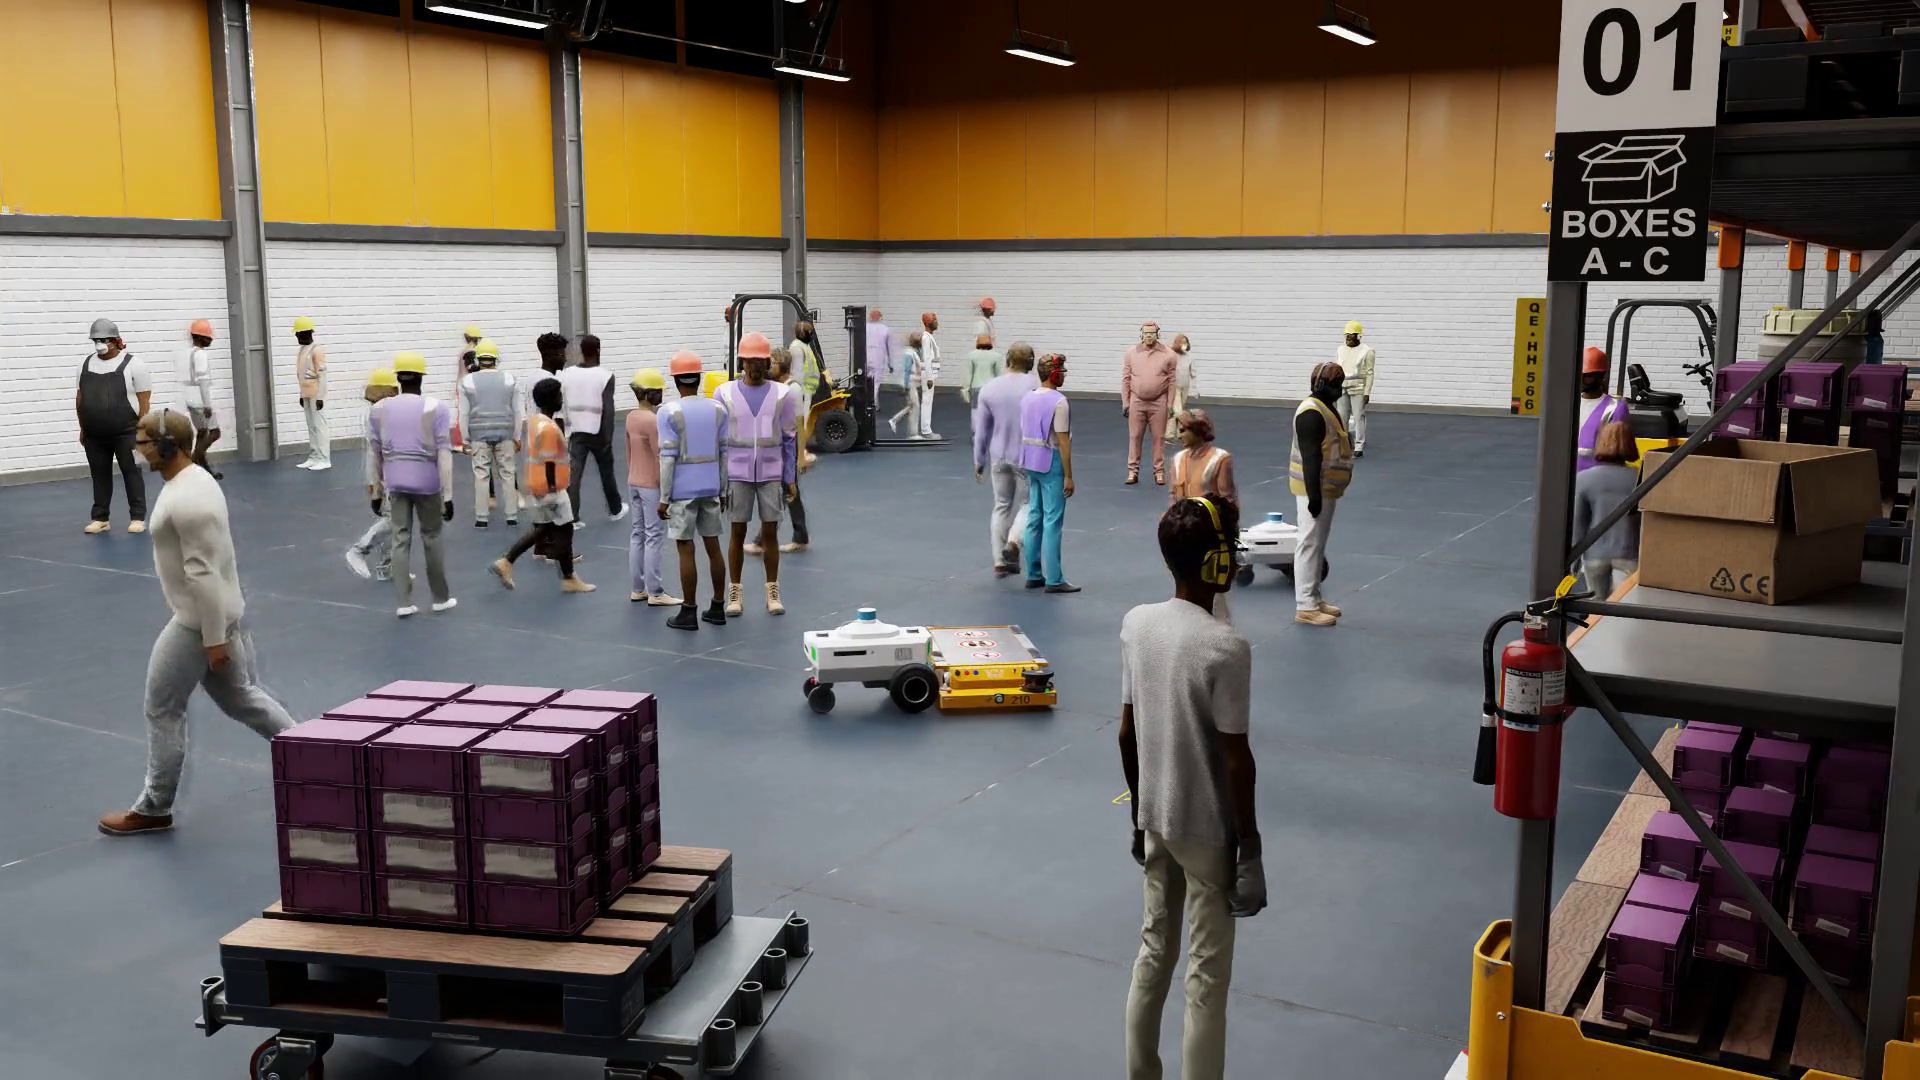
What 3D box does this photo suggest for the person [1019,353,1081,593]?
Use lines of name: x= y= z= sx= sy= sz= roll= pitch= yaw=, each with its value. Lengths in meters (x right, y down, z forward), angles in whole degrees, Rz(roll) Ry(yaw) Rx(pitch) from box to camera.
person: x=0.667 y=-0.514 z=12.832 sx=0.388 sy=1.847 sz=0.564 roll=-6 pitch=11 yaw=-32

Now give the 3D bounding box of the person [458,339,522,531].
person: x=-4.492 y=-1.003 z=15.928 sx=0.586 sy=1.833 sz=0.403 roll=-4 pitch=10 yaw=-22

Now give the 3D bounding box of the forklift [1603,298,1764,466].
forklift: x=7.954 y=-1.589 z=18.462 sx=2.313 sy=2.155 sz=1.214 roll=5 pitch=11 yaw=30

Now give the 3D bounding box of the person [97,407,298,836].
person: x=-3.292 y=0.347 z=7.374 sx=0.973 sy=1.898 sz=0.651 roll=-3 pitch=10 yaw=-18

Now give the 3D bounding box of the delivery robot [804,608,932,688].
delivery robot: x=-0.526 y=0.629 z=9.425 sx=0.707 sy=0.478 sz=0.477 roll=-2 pitch=9 yaw=-12

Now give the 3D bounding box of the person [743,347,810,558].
person: x=-1.642 y=-0.747 z=14.392 sx=0.821 sy=1.815 sz=0.550 roll=-5 pitch=10 yaw=-28

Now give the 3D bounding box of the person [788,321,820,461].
person: x=-2.054 y=-1.958 z=21.866 sx=0.429 sy=1.840 sz=0.632 roll=0 pitch=9 yaw=1

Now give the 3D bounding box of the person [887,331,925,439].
person: x=-0.781 y=-2.271 z=24.500 sx=0.551 sy=1.614 sz=0.543 roll=3 pitch=9 yaw=16

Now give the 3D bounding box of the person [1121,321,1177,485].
person: x=2.194 y=-1.589 z=19.359 sx=0.643 sy=1.909 sz=0.410 roll=1 pitch=9 yaw=9

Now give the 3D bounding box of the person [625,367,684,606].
person: x=-2.290 y=-0.393 z=12.326 sx=0.307 sy=1.770 sz=0.525 roll=-7 pitch=12 yaw=-38

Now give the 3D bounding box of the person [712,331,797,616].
person: x=-1.468 y=-0.469 z=11.933 sx=0.605 sy=2.047 sz=0.374 roll=-2 pitch=9 yaw=-10

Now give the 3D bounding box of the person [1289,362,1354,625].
person: x=2.550 y=-0.334 z=11.744 sx=0.430 sy=1.840 sz=0.623 roll=4 pitch=10 yaw=22

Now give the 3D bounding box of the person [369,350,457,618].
person: x=-3.936 y=-0.405 z=11.967 sx=0.626 sy=1.923 sz=0.483 roll=0 pitch=9 yaw=1

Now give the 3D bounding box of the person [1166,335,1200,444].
person: x=3.153 y=-2.124 z=23.668 sx=0.521 sy=1.584 sz=0.855 roll=-4 pitch=10 yaw=-26

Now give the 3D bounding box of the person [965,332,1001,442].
person: x=0.333 y=-2.181 z=23.980 sx=0.512 sy=1.614 sz=0.360 roll=0 pitch=9 yaw=-1

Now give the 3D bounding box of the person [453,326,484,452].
person: x=-6.686 y=-2.084 z=23.031 sx=0.905 sy=1.723 sz=0.539 roll=-7 pitch=11 yaw=-37

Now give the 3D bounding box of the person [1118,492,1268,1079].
person: x=0.647 y=0.801 z=4.556 sx=0.328 sy=1.872 sz=0.512 roll=-6 pitch=11 yaw=-35

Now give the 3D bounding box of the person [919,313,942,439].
person: x=-0.450 y=-2.412 z=24.573 sx=0.354 sy=1.881 sz=0.576 roll=0 pitch=9 yaw=-1

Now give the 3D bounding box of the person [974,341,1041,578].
person: x=0.420 y=-0.628 z=13.315 sx=0.693 sy=1.920 sz=0.520 roll=3 pitch=10 yaw=20

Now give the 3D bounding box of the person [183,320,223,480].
person: x=-8.922 y=-1.622 z=19.522 sx=0.458 sy=1.917 sz=0.625 roll=-8 pitch=12 yaw=-43

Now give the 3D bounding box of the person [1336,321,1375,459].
person: x=5.201 y=-1.993 z=22.107 sx=0.591 sy=1.833 sz=0.403 roll=9 pitch=13 yaw=44

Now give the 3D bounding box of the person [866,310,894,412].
person: x=-1.497 y=-3.100 z=29.075 sx=0.647 sy=1.828 sz=1.060 roll=2 pitch=9 yaw=10

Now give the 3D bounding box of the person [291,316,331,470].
person: x=-8.133 y=-1.834 z=20.842 sx=0.383 sy=1.921 sz=0.585 roll=-8 pitch=12 yaw=-42

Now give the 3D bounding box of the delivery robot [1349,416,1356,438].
delivery robot: x=5.330 y=-1.585 z=23.230 sx=0.477 sy=0.478 sz=0.707 roll=8 pitch=12 yaw=43

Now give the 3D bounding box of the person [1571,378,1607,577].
person: x=5.019 y=-0.497 z=13.359 sx=0.513 sy=1.645 sz=0.307 roll=-2 pitch=9 yaw=-14

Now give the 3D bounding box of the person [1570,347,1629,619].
person: x=4.454 y=-0.405 z=11.873 sx=0.355 sy=1.938 sz=0.545 roll=-8 pitch=12 yaw=-42

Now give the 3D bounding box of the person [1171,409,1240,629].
person: x=1.523 y=-0.008 z=10.405 sx=0.402 sy=1.612 sz=0.614 roll=-7 pitch=11 yaw=-37

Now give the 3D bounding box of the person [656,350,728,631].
person: x=-1.859 y=-0.342 z=11.491 sx=0.547 sy=1.934 sz=0.376 roll=-8 pitch=12 yaw=-41

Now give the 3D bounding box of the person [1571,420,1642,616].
person: x=3.805 y=0.103 z=9.716 sx=0.500 sy=1.607 sz=0.702 roll=5 pitch=11 yaw=30

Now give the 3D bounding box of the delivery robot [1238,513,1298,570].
delivery robot: x=2.496 y=0.026 z=13.191 sx=0.707 sy=0.478 sz=0.477 roll=-1 pitch=9 yaw=-7

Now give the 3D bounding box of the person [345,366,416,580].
person: x=-4.598 y=-0.516 z=13.217 sx=0.424 sy=1.727 sz=0.487 roll=-1 pitch=9 yaw=-8

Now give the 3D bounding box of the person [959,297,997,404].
person: x=0.436 y=-3.507 z=30.988 sx=0.919 sy=2.019 sz=0.608 roll=1 pitch=9 yaw=9

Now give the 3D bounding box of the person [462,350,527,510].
person: x=-4.843 y=-1.133 z=17.259 sx=0.580 sy=1.667 sz=0.549 roll=6 pitch=11 yaw=32

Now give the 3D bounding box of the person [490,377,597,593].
person: x=-3.194 y=-0.403 z=12.676 sx=0.701 sy=1.677 sz=0.541 roll=-4 pitch=10 yaw=-24

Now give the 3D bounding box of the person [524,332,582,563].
person: x=-3.484 y=-0.786 z=14.166 sx=0.362 sy=1.961 sz=0.613 roll=-6 pitch=11 yaw=-34

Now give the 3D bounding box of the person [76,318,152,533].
person: x=-8.032 y=-1.075 z=15.729 sx=0.679 sy=2.000 sz=0.537 roll=0 pitch=9 yaw=-3

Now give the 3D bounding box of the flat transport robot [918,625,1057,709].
flat transport robot: x=0.125 y=0.732 z=9.960 sx=0.652 sy=0.197 sz=1.431 roll=-1 pitch=9 yaw=-8

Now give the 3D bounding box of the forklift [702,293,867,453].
forklift: x=-2.458 y=-2.344 z=23.176 sx=2.313 sy=2.155 sz=1.214 roll=0 pitch=9 yaw=-2

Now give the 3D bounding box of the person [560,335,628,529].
person: x=-3.586 y=-1.059 z=16.195 sx=0.591 sy=1.861 sz=1.045 roll=2 pitch=9 yaw=14

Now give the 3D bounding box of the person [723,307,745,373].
person: x=-3.945 y=-3.121 z=28.987 sx=0.337 sy=1.882 sz=0.584 roll=-7 pitch=12 yaw=-38
